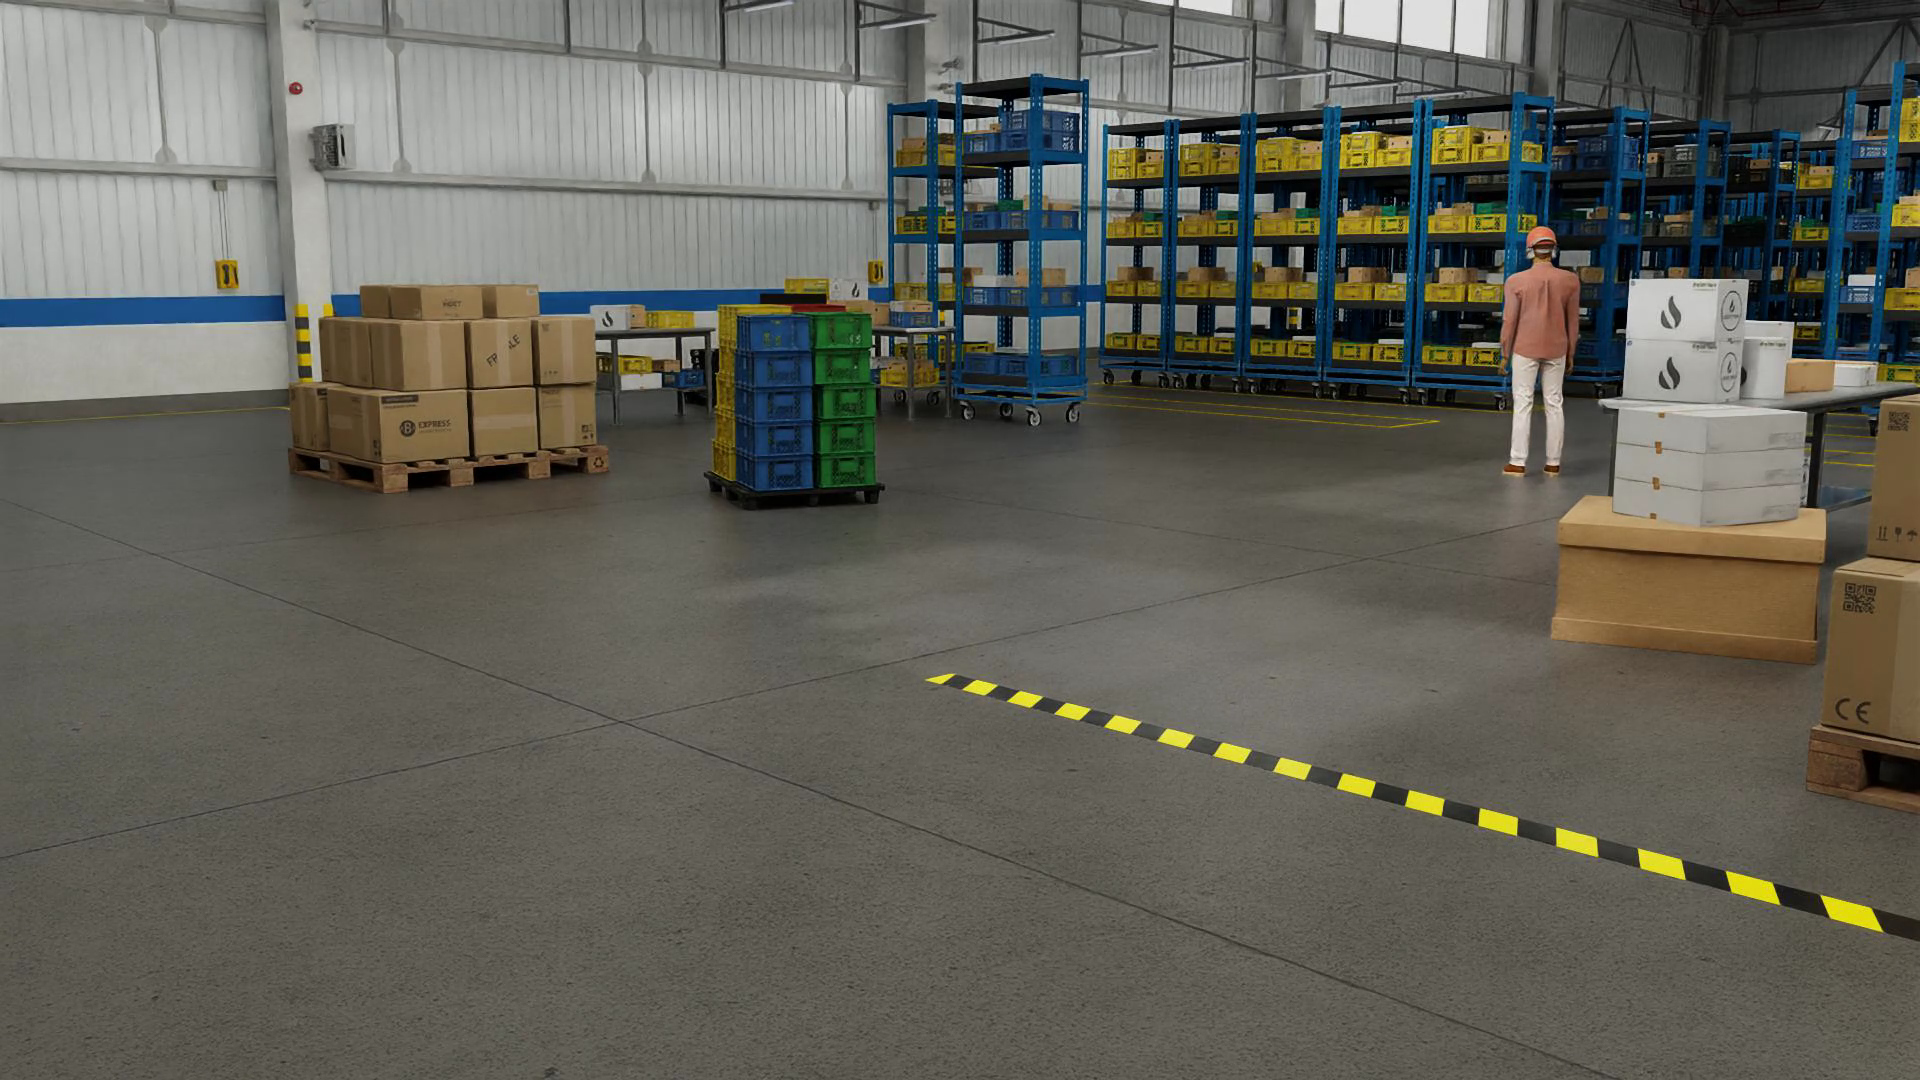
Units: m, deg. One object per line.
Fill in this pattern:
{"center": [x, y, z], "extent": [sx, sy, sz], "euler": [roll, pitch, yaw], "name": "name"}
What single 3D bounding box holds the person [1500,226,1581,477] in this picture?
{"center": [4.590, -1.483, 13.210], "extent": [0.608, 1.988, 0.387], "euler": [0, 9, 1], "name": "person"}
